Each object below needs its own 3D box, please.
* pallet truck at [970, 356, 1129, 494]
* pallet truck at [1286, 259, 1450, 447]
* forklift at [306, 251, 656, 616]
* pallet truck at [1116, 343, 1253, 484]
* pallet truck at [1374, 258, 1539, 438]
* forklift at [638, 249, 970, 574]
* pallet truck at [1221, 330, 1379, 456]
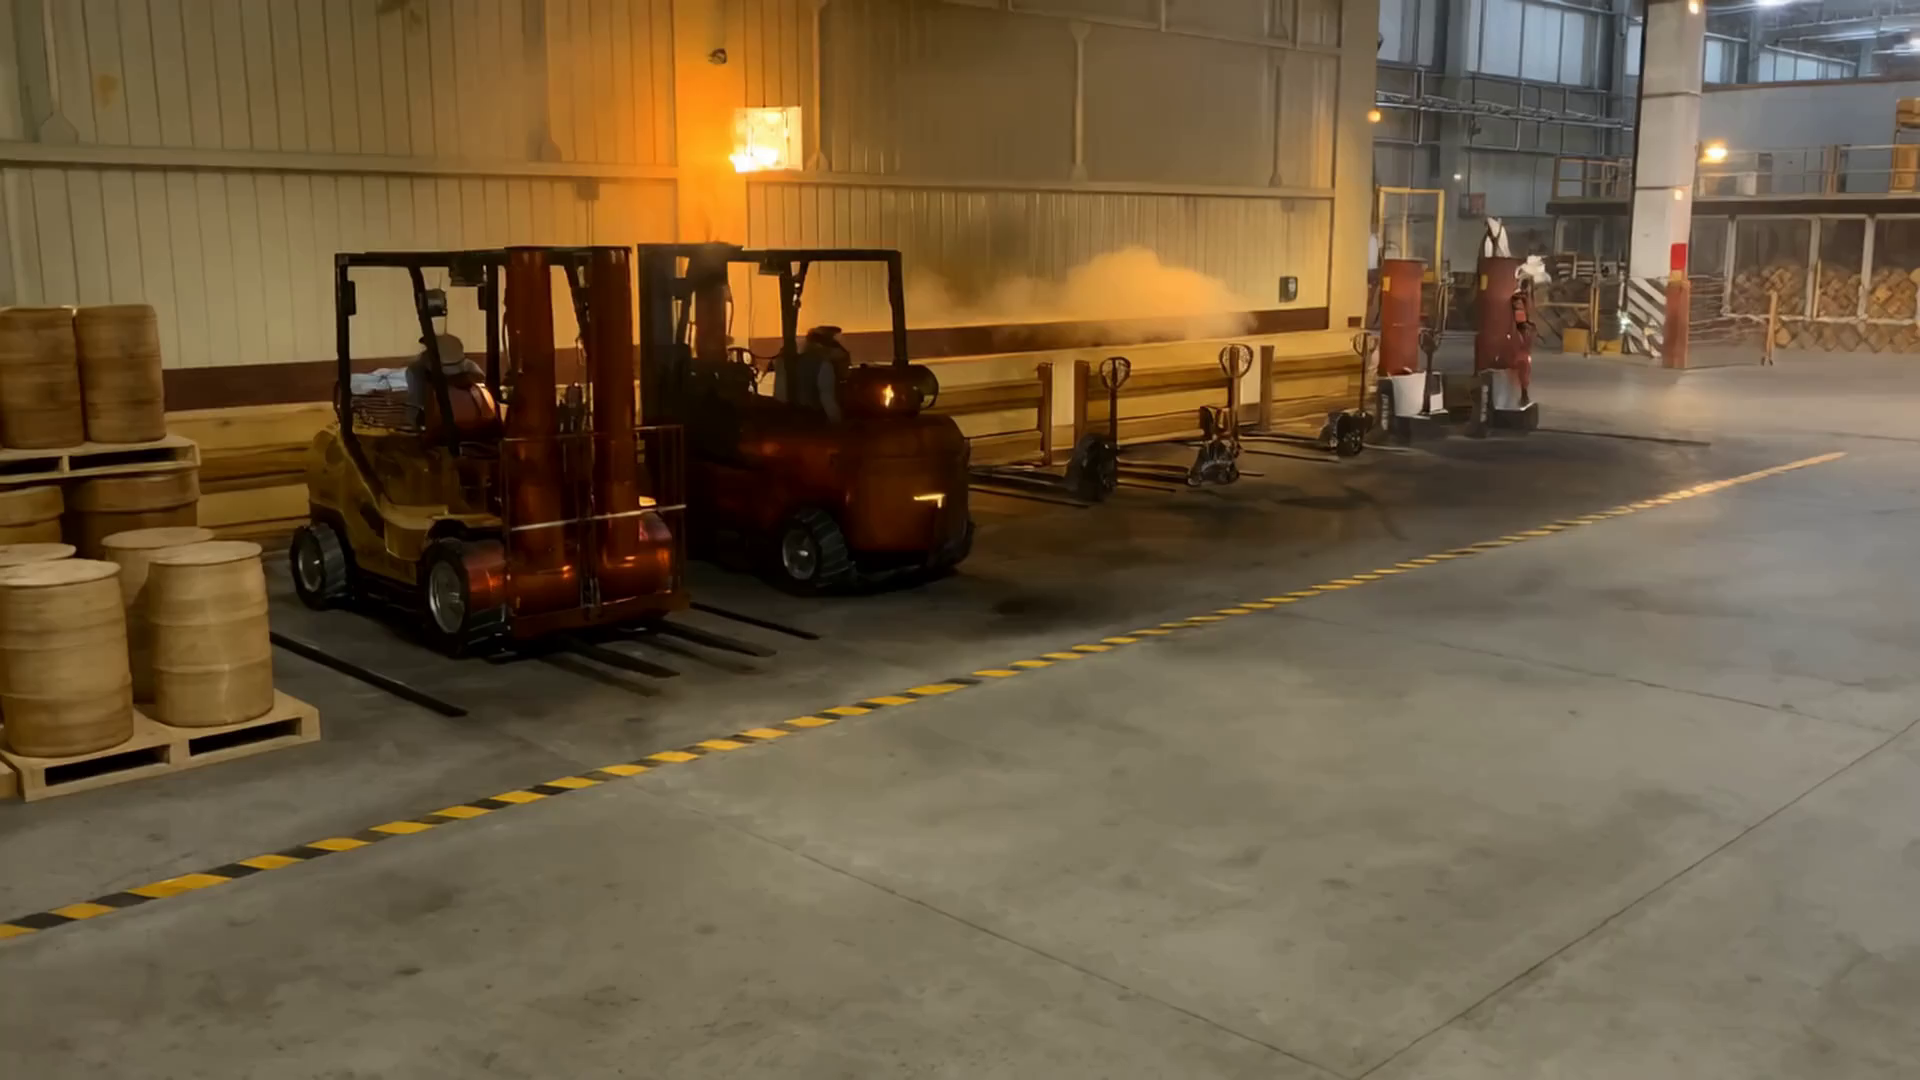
[{"bbox_3d":[0.784,-1.085,14.876,0.680,1.201,1.601,-10,14,-44],"label":"pallet truck"},{"bbox_3d":[4.493,-2.078,18.196,0.823,1.965,1.885,-9,14,-40],"label":"pallet truck"},{"bbox_3d":[-2.833,-0.669,9.694,1.157,1.987,2.680,-10,14,-44],"label":"forklift"},{"bbox_3d":[1.962,-1.215,15.415,1.522,1.261,0.704,10,14,43],"label":"pallet truck"},{"bbox_3d":[5.704,-2.208,18.901,1.885,1.965,0.823,10,14,43],"label":"pallet truck"},{"bbox_3d":[-1.173,-0.958,11.239,2.680,1.987,1.157,10,14,43],"label":"forklift"},{"bbox_3d":[3.563,-1.581,17.381,0.653,1.274,1.630,-10,14,-44],"label":"pallet truck"}]
